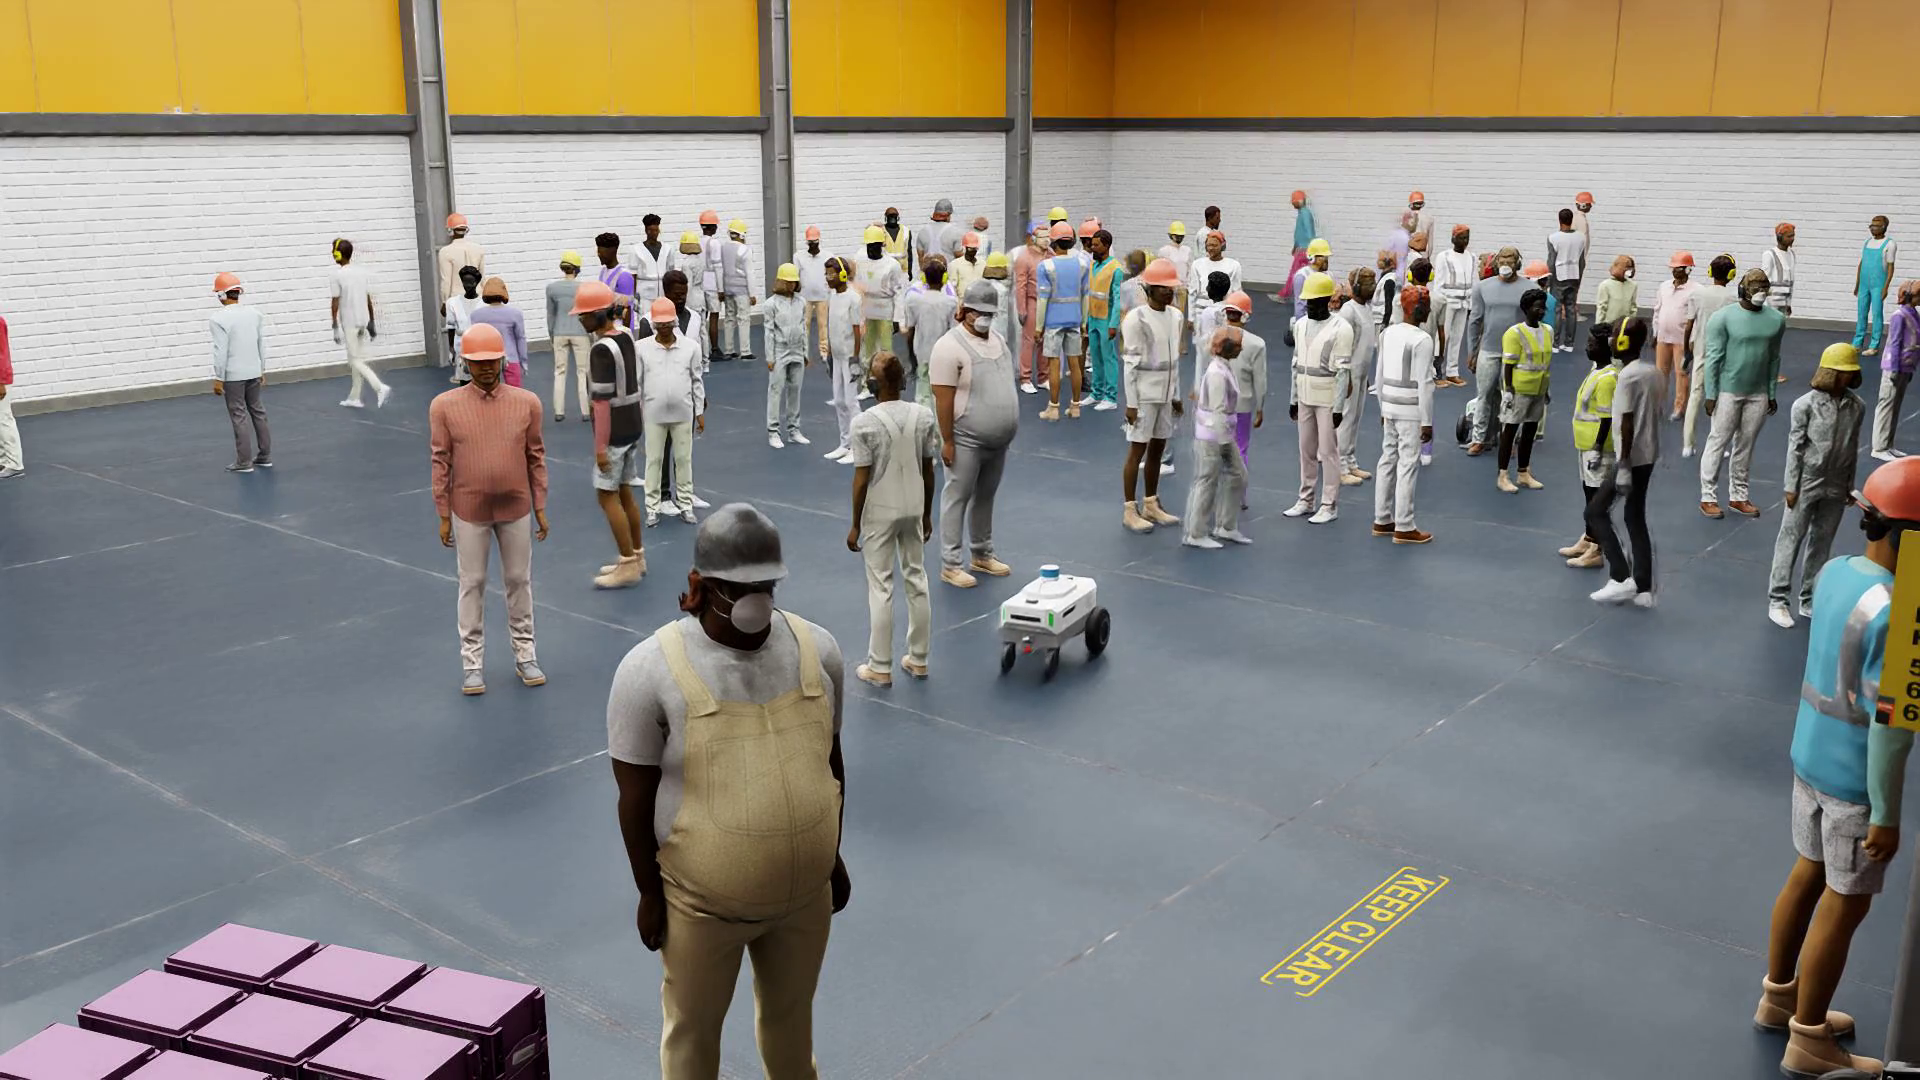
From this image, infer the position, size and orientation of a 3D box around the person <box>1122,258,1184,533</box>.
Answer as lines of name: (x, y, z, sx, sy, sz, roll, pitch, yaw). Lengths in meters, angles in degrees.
person: (1.476, -1.088, 12.514, 0.609, 2.044, 0.397, -13, 19, -42)

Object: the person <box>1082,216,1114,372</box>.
person: (1.639, -3.035, 20.574, 0.399, 1.907, 0.644, -5, 15, -21)

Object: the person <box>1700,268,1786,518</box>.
person: (6.064, -1.133, 12.910, 0.630, 1.940, 0.372, -2, 14, -10)

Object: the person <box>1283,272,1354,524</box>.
person: (2.740, -1.088, 12.773, 0.397, 1.920, 0.586, -8, 16, -30)

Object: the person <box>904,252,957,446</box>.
person: (-0.244, -1.816, 15.860, 0.430, 1.835, 0.638, 12, 18, 40)

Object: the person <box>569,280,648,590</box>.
person: (-2.311, -0.701, 10.998, 0.425, 2.029, 0.690, 1, 14, 5)

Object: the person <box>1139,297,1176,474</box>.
person: (1.740, -1.391, 14.557, 0.268, 1.632, 0.507, -3, 14, -10)

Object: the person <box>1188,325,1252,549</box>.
person: (1.925, -0.721, 11.896, 0.598, 1.618, 0.540, 4, 15, 15)

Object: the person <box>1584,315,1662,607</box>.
person: (4.231, -0.489, 10.525, 0.481, 1.839, 0.546, 13, 19, 42)

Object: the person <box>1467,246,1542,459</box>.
person: (4.962, -1.714, 15.227, 0.637, 1.938, 0.355, 6, 15, 22)

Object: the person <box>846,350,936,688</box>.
person: (-0.373, -0.110, 9.020, 0.504, 1.841, 0.344, -8, 16, -29)

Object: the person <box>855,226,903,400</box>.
person: (-0.924, -2.481, 18.319, 0.594, 1.925, 0.369, 7, 16, 27)

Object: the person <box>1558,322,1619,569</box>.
person: (4.381, -0.651, 11.474, 0.318, 1.697, 0.535, 3, 14, 11)

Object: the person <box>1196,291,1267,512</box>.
person: (2.144, -1.088, 13.134, 0.576, 1.738, 0.354, 7, 16, 26)

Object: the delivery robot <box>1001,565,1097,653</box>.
delivery robot: (0.510, 0.385, 9.459, 0.477, 0.478, 0.707, 7, 16, 25)

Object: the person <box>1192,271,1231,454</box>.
person: (2.373, -1.639, 15.424, 0.318, 1.697, 0.535, 10, 17, 34)

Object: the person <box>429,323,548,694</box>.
person: (-2.515, -0.170, 8.948, 0.609, 1.995, 0.376, -7, 16, -25)

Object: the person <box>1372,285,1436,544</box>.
person: (3.261, -0.916, 12.152, 0.343, 1.882, 0.585, -5, 15, -20)

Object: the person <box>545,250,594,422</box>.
person: (-3.997, -2.101, 17.161, 0.538, 1.754, 0.377, 1, 14, 4)

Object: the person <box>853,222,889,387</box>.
person: (-0.964, -2.729, 19.341, 0.409, 1.913, 0.651, 7, 16, 26)

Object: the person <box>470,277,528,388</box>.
person: (-4.281, -1.630, 15.517, 0.497, 1.631, 0.278, -2, 14, -8)

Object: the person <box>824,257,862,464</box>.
person: (-1.061, -1.623, 15.048, 0.344, 1.856, 0.526, -10, 17, -34)

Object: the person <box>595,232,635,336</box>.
person: (-3.511, -2.155, 16.957, 0.375, 1.958, 0.603, -9, 17, -33)

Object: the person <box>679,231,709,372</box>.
person: (-3.283, -2.899, 20.363, 0.302, 1.743, 0.494, 4, 15, 15)

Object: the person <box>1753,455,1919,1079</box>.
person: (2.863, 0.731, 5.274, 0.405, 2.034, 0.608, 2, 14, 8)

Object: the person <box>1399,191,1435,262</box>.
person: (7.092, -4.438, 25.996, 0.611, 1.996, 0.378, -3, 14, -13)

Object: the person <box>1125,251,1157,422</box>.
person: (1.864, -2.032, 16.843, 0.308, 1.771, 0.535, -3, 14, -10)

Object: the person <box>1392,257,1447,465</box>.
person: (4.075, -1.593, 14.899, 0.535, 1.863, 0.331, -1, 14, -3)

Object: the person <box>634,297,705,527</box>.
person: (-2.216, -0.970, 12.633, 0.572, 1.749, 0.341, -4, 15, -16)

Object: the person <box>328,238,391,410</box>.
person: (-6.427, -2.295, 17.767, 0.805, 1.845, 0.524, 7, 16, 27)

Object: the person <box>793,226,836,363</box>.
person: (-1.861, -3.131, 21.263, 0.564, 1.753, 0.336, -1, 14, -4)

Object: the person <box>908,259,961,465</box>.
person: (-0.199, -1.604, 14.987, 0.514, 1.836, 0.841, 3, 14, 13)

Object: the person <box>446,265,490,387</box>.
person: (-4.714, -1.821, 16.164, 0.534, 1.695, 0.320, 0, 14, 0)

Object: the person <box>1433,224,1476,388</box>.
person: (5.753, -2.721, 19.364, 0.585, 1.882, 0.337, -7, 16, -27)

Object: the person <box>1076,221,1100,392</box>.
person: (1.463, -2.667, 19.039, 0.356, 1.939, 0.543, 0, 14, 2)

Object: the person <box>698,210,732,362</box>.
person: (-3.227, -3.275, 21.470, 0.545, 1.939, 0.373, 13, 19, 42)

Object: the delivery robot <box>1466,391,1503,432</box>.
delivery robot: (5.157, -1.278, 16.103, 0.477, 0.478, 0.707, 9, 16, 31)

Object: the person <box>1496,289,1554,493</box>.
person: (4.711, -1.239, 13.821, 0.541, 1.696, 0.315, -8, 16, -29)

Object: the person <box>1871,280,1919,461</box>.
person: (8.563, -1.545, 15.158, 0.313, 1.642, 0.513, 13, 19, 42)
